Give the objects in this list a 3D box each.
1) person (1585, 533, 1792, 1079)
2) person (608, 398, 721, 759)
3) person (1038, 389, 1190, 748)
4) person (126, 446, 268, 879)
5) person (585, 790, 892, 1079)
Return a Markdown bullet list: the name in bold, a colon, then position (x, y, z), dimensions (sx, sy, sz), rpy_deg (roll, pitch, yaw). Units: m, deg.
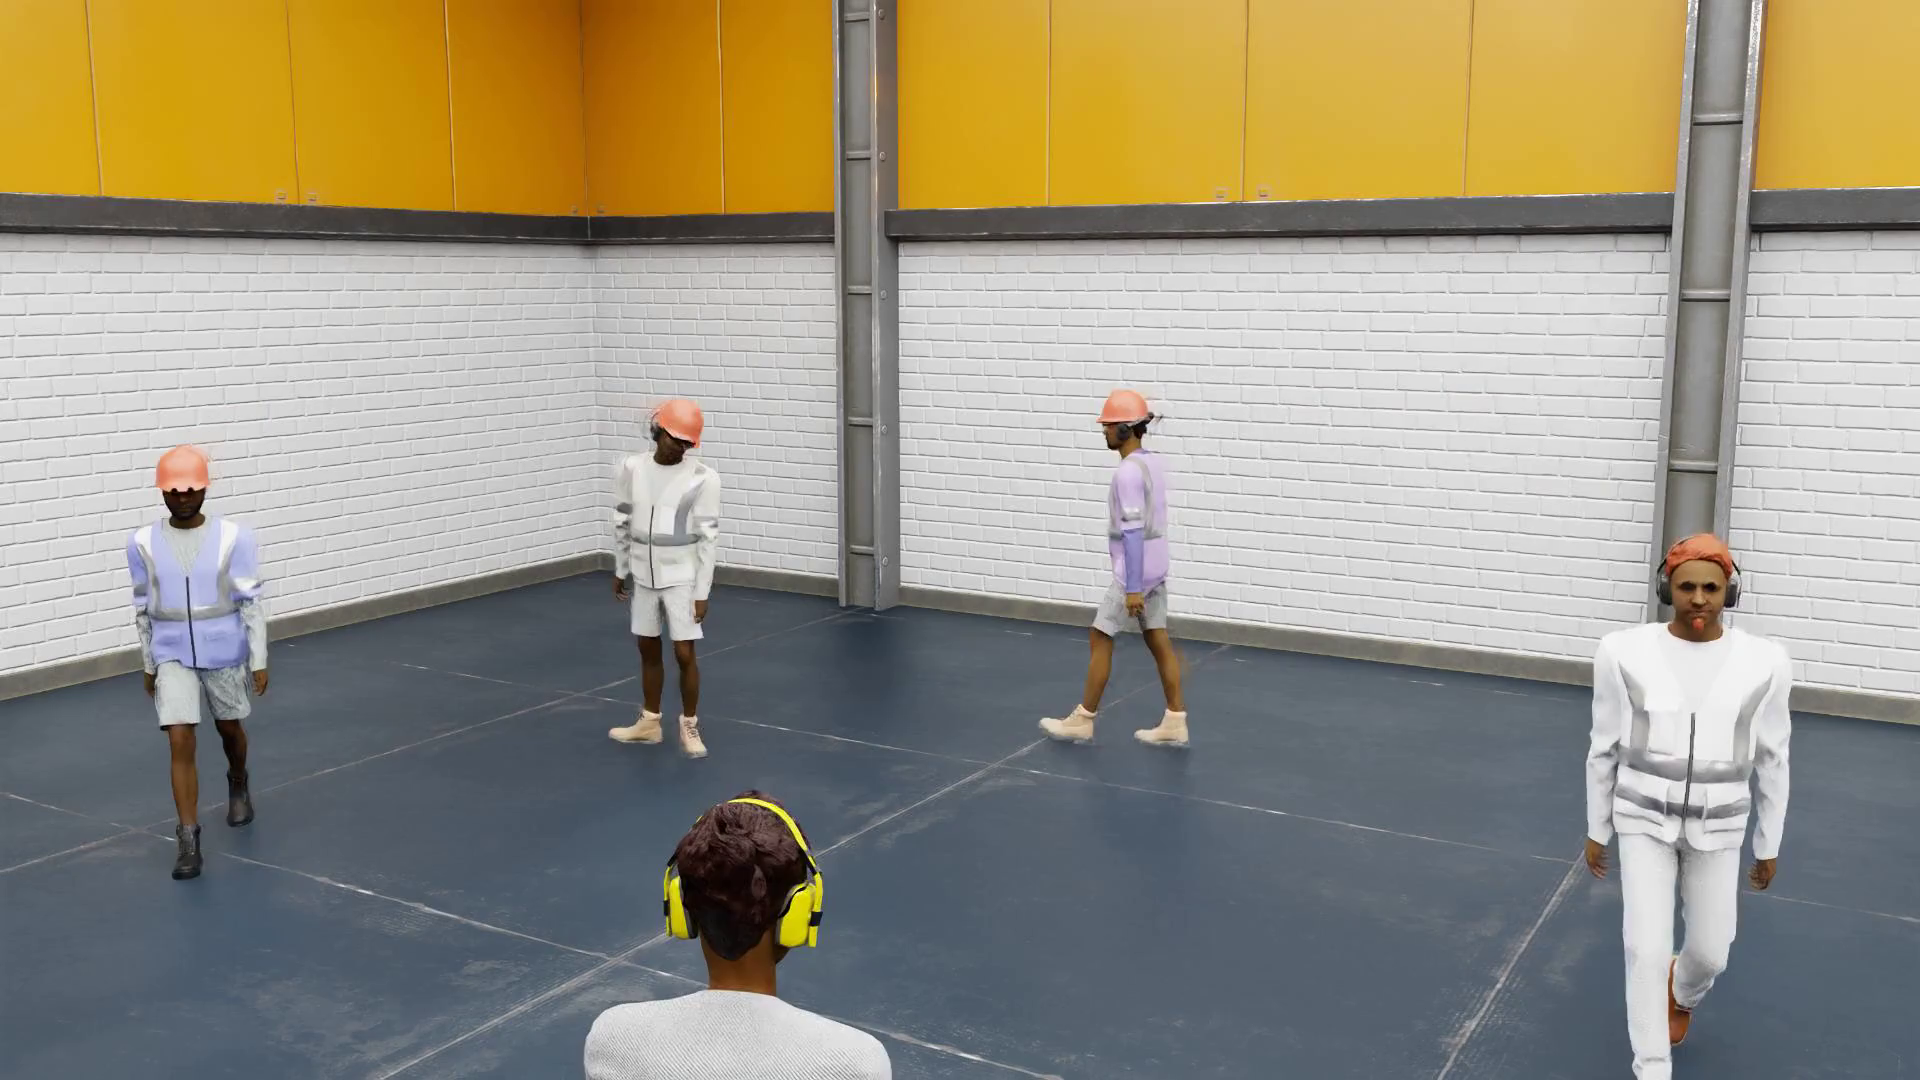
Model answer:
- **person**: position (2.273, 0.888, 5.250), dimensions (0.583, 1.863, 0.752), rpy_deg (3, 10, 18)
- **person**: position (-1.670, 0.214, 9.090), dimensions (0.789, 1.997, 0.419), rpy_deg (3, 10, 21)
- **person**: position (0.873, 0.167, 9.293), dimensions (0.954, 1.998, 0.633), rpy_deg (4, 10, 21)
- **person**: position (-3.473, 0.494, 7.631), dimensions (0.563, 1.894, 0.995), rpy_deg (-3, 10, -17)
- **person**: position (-0.320, 1.307, 2.615), dimensions (0.512, 1.865, 0.329), rpy_deg (2, 9, 10)
